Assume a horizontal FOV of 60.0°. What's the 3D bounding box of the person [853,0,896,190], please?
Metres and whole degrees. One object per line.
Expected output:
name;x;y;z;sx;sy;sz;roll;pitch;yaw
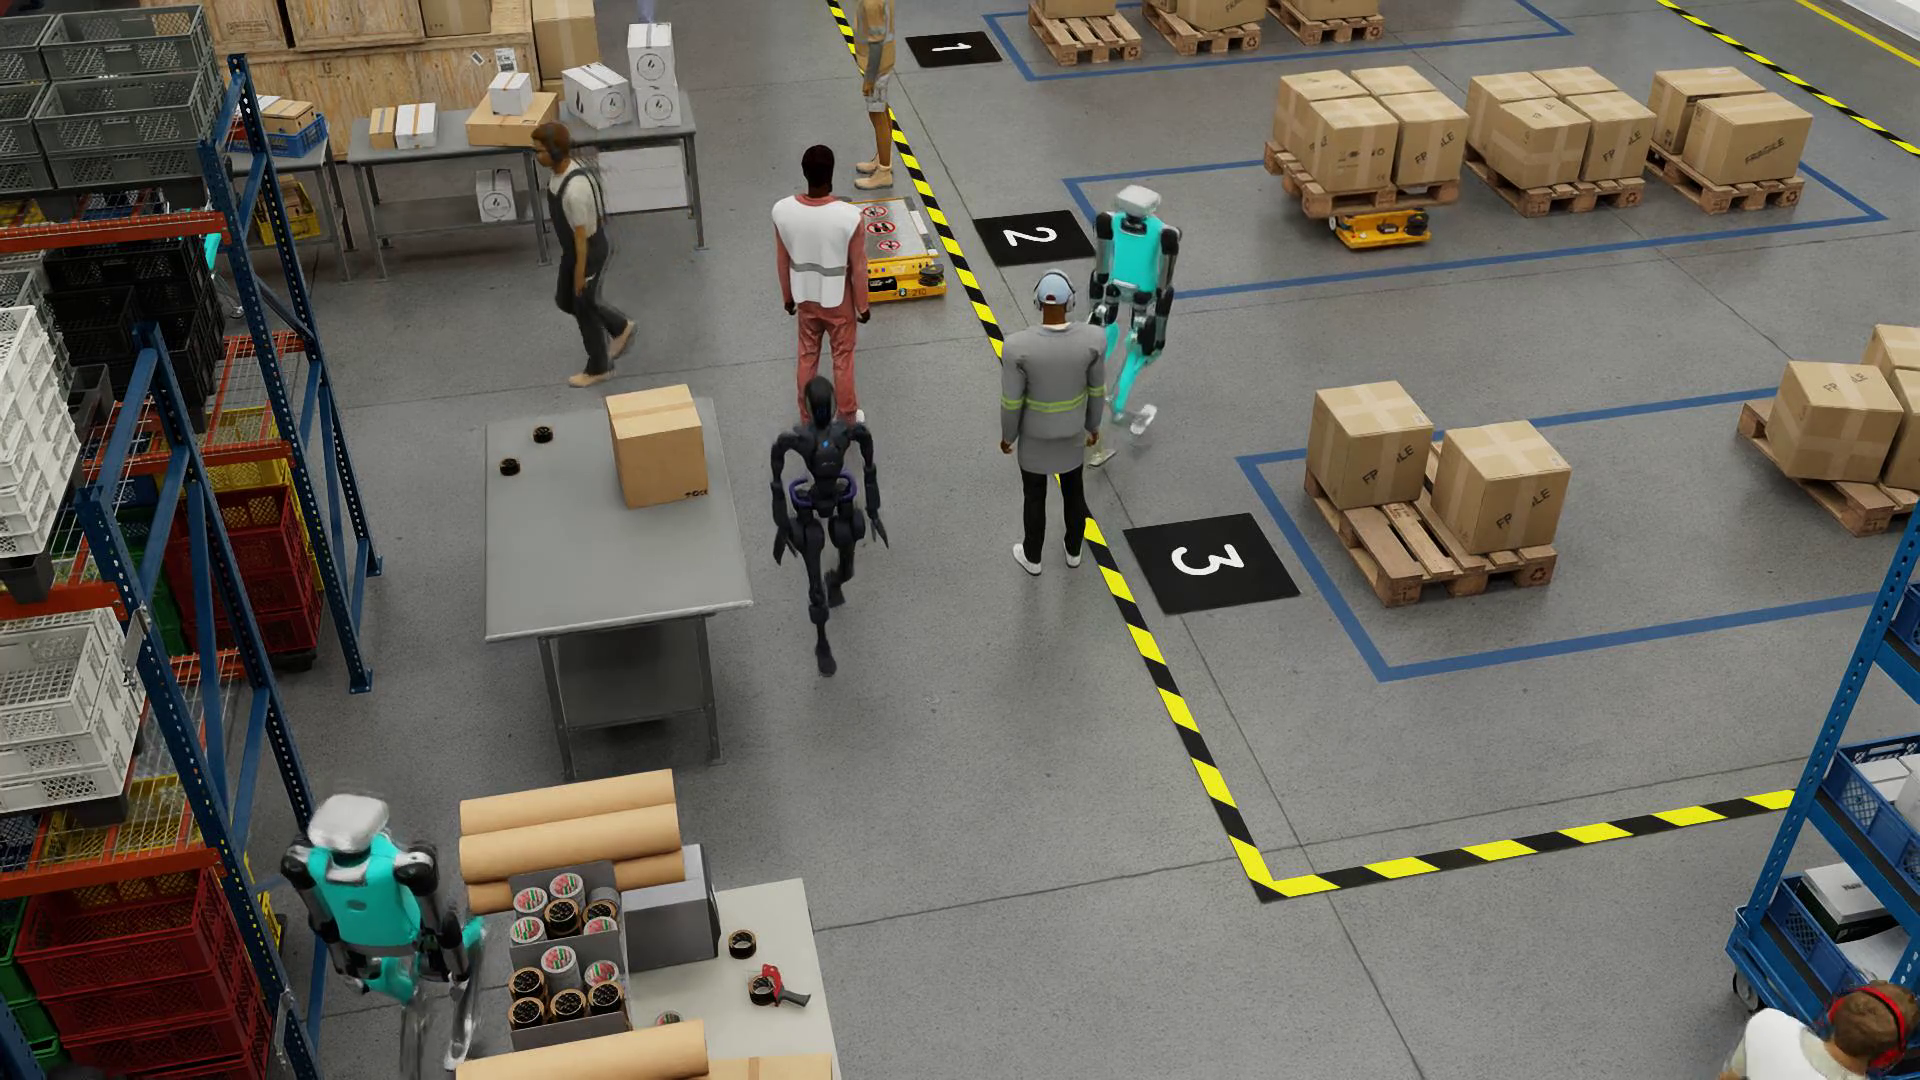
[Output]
person;-0.691;-3.781;13.147;0.366;2.048;0.606;1;37;1

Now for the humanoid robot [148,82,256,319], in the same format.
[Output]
humanoid robot;-5.201;-2.229;11.207;0.533;1.677;0.735;3;37;3

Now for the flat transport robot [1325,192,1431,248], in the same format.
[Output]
flat transport robot;3.135;-2.739;13.211;0.652;0.197;1.431;-8;37;-10

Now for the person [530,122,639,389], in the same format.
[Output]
person;-2.422;-1.837;10.716;0.481;1.826;0.535;-17;40;-22

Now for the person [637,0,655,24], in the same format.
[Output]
person;-2.978;-5.711;15.989;0.381;1.755;0.532;-13;39;-17

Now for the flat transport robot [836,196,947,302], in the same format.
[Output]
flat transport robot;-0.570;-2.220;12.538;0.659;0.231;1.431;-8;37;-10

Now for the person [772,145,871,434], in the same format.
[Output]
person;-0.837;-1.489;10.186;0.580;1.911;0.394;12;38;15

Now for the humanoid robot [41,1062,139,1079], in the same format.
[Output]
humanoid robot;-2.669;2.261;5.361;0.691;1.640;0.595;1;37;1

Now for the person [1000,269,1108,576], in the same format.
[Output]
person;0.491;-0.633;9.081;0.590;1.848;0.401;-8;37;-10

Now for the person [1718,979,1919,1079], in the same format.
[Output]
person;2.654;2.096;5.435;0.669;1.822;0.578;-19;41;-24

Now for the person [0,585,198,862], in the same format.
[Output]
person;-3.896;0.832;7.218;0.831;1.704;0.486;-4;37;-6

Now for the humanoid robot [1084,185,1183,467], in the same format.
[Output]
humanoid robot;0.924;-1.193;9.912;0.530;1.730;0.983;20;41;24

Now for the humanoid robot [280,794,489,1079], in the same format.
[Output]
humanoid robot;-2.066;1.499;6.317;0.531;1.771;0.890;2;37;3

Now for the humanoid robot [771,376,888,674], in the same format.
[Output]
humanoid robot;-0.697;-0.144;8.613;0.599;1.656;0.734;-10;38;-13
